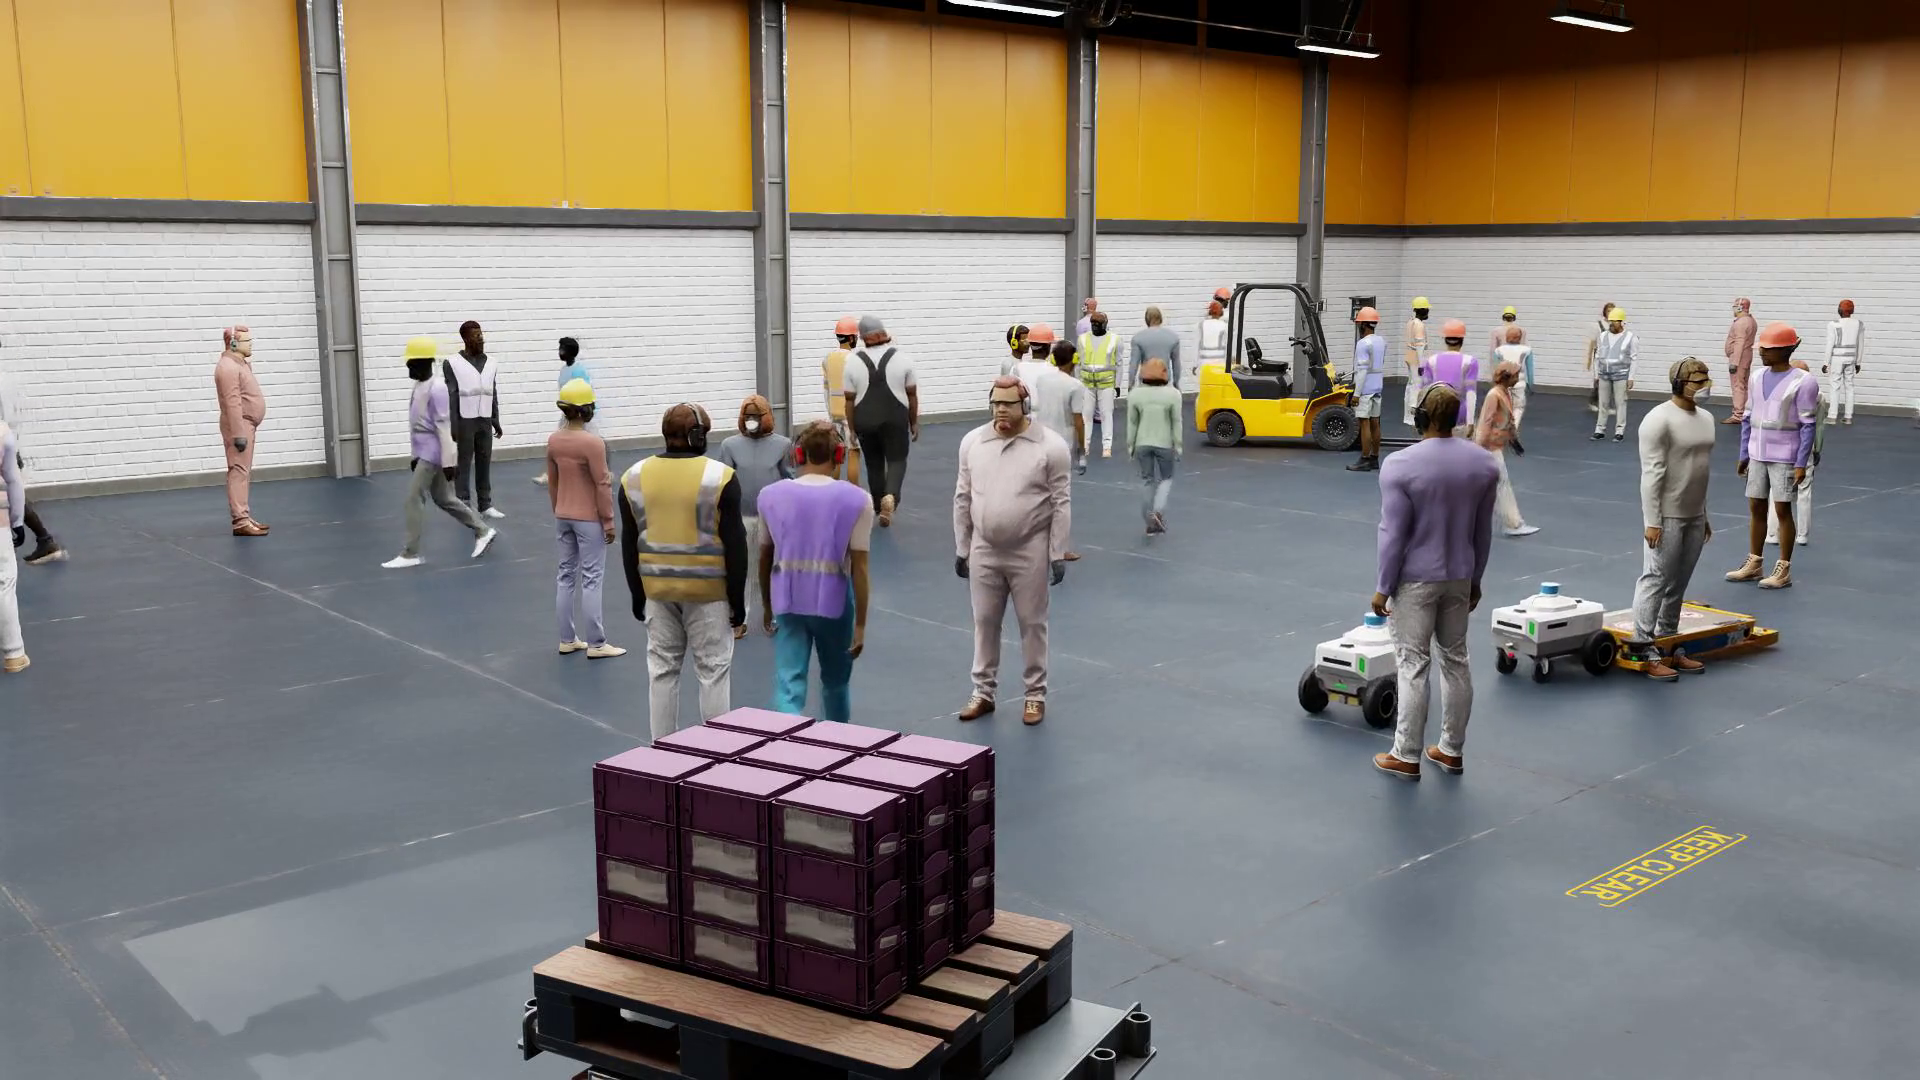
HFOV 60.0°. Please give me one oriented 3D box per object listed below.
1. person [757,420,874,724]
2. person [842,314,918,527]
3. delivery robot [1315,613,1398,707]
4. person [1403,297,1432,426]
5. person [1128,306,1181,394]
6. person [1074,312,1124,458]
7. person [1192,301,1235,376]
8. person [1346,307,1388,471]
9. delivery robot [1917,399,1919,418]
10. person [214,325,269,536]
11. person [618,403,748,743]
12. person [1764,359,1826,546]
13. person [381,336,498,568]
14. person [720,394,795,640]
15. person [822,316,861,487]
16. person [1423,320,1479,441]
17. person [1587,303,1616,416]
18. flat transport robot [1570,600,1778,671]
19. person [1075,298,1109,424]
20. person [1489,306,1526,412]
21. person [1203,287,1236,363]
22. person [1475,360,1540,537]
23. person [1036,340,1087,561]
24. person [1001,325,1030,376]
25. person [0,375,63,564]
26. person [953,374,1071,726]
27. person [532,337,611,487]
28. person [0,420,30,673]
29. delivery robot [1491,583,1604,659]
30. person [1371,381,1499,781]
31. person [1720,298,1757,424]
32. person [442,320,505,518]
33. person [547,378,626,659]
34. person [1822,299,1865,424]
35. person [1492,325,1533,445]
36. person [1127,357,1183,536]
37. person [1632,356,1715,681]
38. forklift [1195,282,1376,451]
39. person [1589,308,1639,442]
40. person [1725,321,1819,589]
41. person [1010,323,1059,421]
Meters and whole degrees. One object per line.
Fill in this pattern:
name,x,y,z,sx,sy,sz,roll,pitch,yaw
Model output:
person,-0.687,0.346,7.688,0.588,1.794,0.995,1,10,7
person,-0.740,-1.110,15.440,0.703,2.000,0.795,0,10,2
delivery robot,2.290,0.646,9.224,0.707,0.478,0.477,-9,13,-43
person,6.847,-2.669,24.888,0.360,1.930,0.589,0,10,2
person,2.474,-1.980,20.934,0.672,1.909,0.596,-2,10,-9
person,1.735,-1.954,20.982,0.619,1.839,0.430,3,10,17
person,3.827,-2.630,24.848,0.615,1.859,0.744,5,11,26
person,4.795,-1.778,19.644,0.362,1.939,0.542,9,13,42
delivery robot,14.483,-1.954,24.452,0.707,0.478,0.477,8,13,39
person,-6.528,-0.994,15.151,0.404,1.911,0.636,-3,10,-18
person,-1.310,0.258,8.031,0.624,1.838,0.430,2,10,14
person,7.284,-0.761,14.578,0.521,1.636,0.311,1,10,8
person,-4.302,-0.735,13.683,0.928,1.897,0.593,-5,11,-28
person,-1.333,-0.146,10.984,0.507,1.631,0.275,-1,10,-4
person,-1.112,-1.241,16.507,0.543,1.938,0.357,8,13,41
person,4.953,-1.272,16.825,0.559,1.891,1.000,6,11,30
person,10.362,-2.912,26.731,0.522,1.799,0.996,-2,10,-12
flat transport robot,4.510,0.595,10.623,1.431,0.197,0.652,-6,11,-32
person,1.944,-2.686,25.058,0.652,1.905,0.402,-9,13,-43
person,8.474,-2.736,25.769,0.533,1.765,0.326,2,10,13
person,4.166,-3.013,26.579,0.395,2.038,0.615,-10,14,-44
person,4.866,-0.831,15.099,0.806,1.595,0.542,4,11,24
person,0.800,-0.751,13.940,0.604,1.836,0.520,8,13,41
person,0.551,-1.152,16.179,0.333,1.873,0.520,3,10,15
person,-7.929,-0.737,13.639,0.990,1.919,0.607,-3,10,-14
person,0.263,0.056,9.009,0.651,1.904,0.403,3,10,19
person,-4.259,-1.399,18.263,0.878,1.646,0.560,-7,12,-36
person,-5.976,-0.087,10.029,0.619,1.845,0.430,-5,11,-26
delivery robot,3.556,0.502,10.070,0.707,0.478,0.477,-6,12,-32
person,2.278,0.201,8.061,0.629,1.940,0.372,-4,10,-20
person,11.769,-2.702,25.154,0.403,1.906,0.652,8,13,39
person,-4.674,-1.143,15.985,0.392,1.922,0.591,7,12,35
person,-2.380,-0.130,10.499,0.525,1.772,0.303,7,12,35
person,13.313,-2.680,25.088,0.584,1.883,0.339,-1,10,-3
person,7.320,-2.039,22.085,0.524,1.621,0.613,6,11,29
person,1.770,-0.842,15.076,0.522,1.617,0.353,3,10,18
person,4.318,-0.133,10.017,0.629,1.940,0.373,-7,12,-36
forklift,4.328,-2.346,22.227,2.313,2.155,1.214,3,10,16
person,8.934,-2.250,22.716,0.404,1.834,0.591,-9,13,-42
person,6.194,-0.643,12.703,0.386,2.039,0.615,-4,10,-22
person,0.715,-0.973,14.938,0.551,1.936,0.357,4,11,24
